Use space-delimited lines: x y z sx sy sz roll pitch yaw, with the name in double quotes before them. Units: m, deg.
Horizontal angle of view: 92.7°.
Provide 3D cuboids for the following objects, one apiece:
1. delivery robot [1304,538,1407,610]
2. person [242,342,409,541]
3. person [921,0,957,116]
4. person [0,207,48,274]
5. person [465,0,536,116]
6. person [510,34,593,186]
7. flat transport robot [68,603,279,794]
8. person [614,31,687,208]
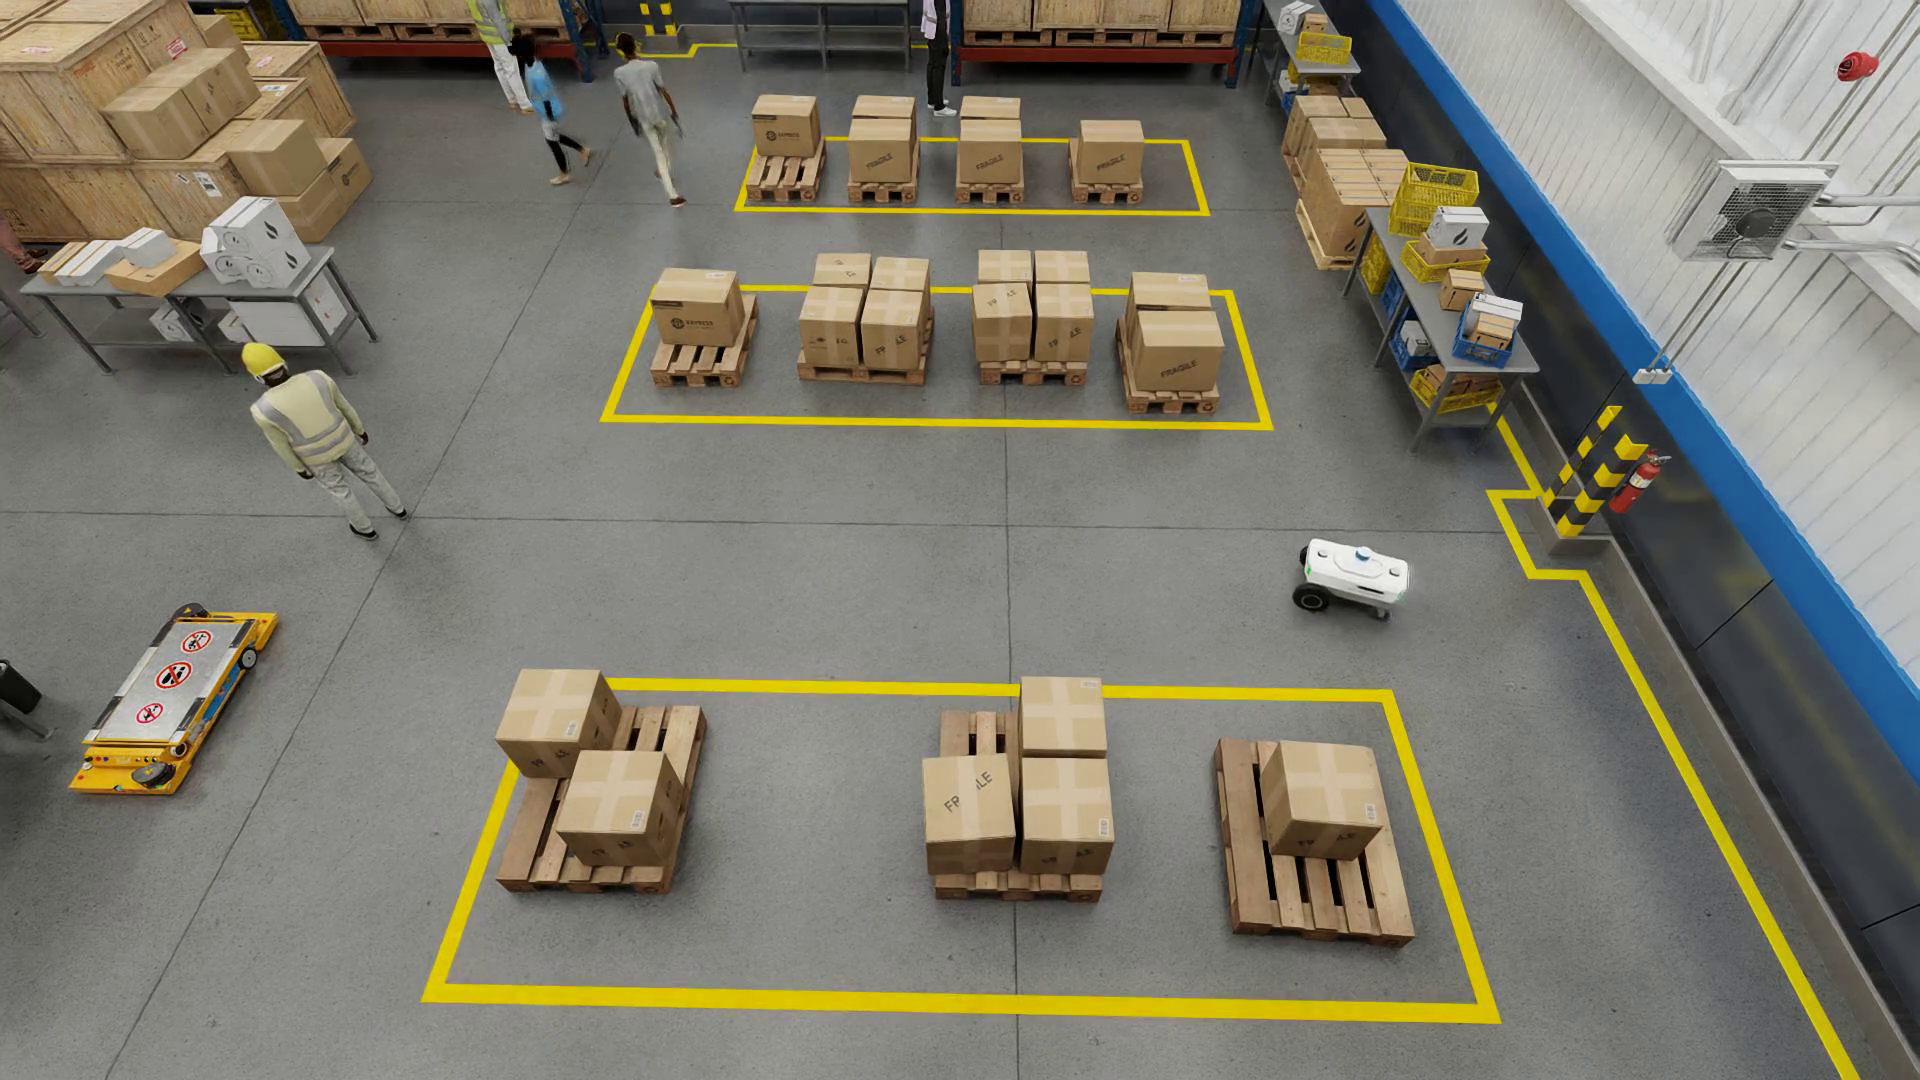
"delivery robot" 2.970 0.237 6.904 0.707 0.478 0.477 15 52 13
"person" -4.821 -0.731 6.959 0.403 1.823 0.595 27 55 21
"person" -0.289 -6.470 11.753 0.392 1.919 0.591 -14 51 -12
"person" -10.145 -3.661 9.393 0.636 1.899 0.398 30 56 23
"person" -5.929 -6.465 11.797 0.621 1.845 0.429 35 58 26
"person" -4.749 -4.996 10.653 0.512 1.680 0.545 -19 52 -15
"flat transport robot" -5.504 1.072 6.442 0.652 0.197 1.431 1 50 1
"person" -3.463 -4.754 10.385 0.562 1.800 0.949 -21 53 -17
